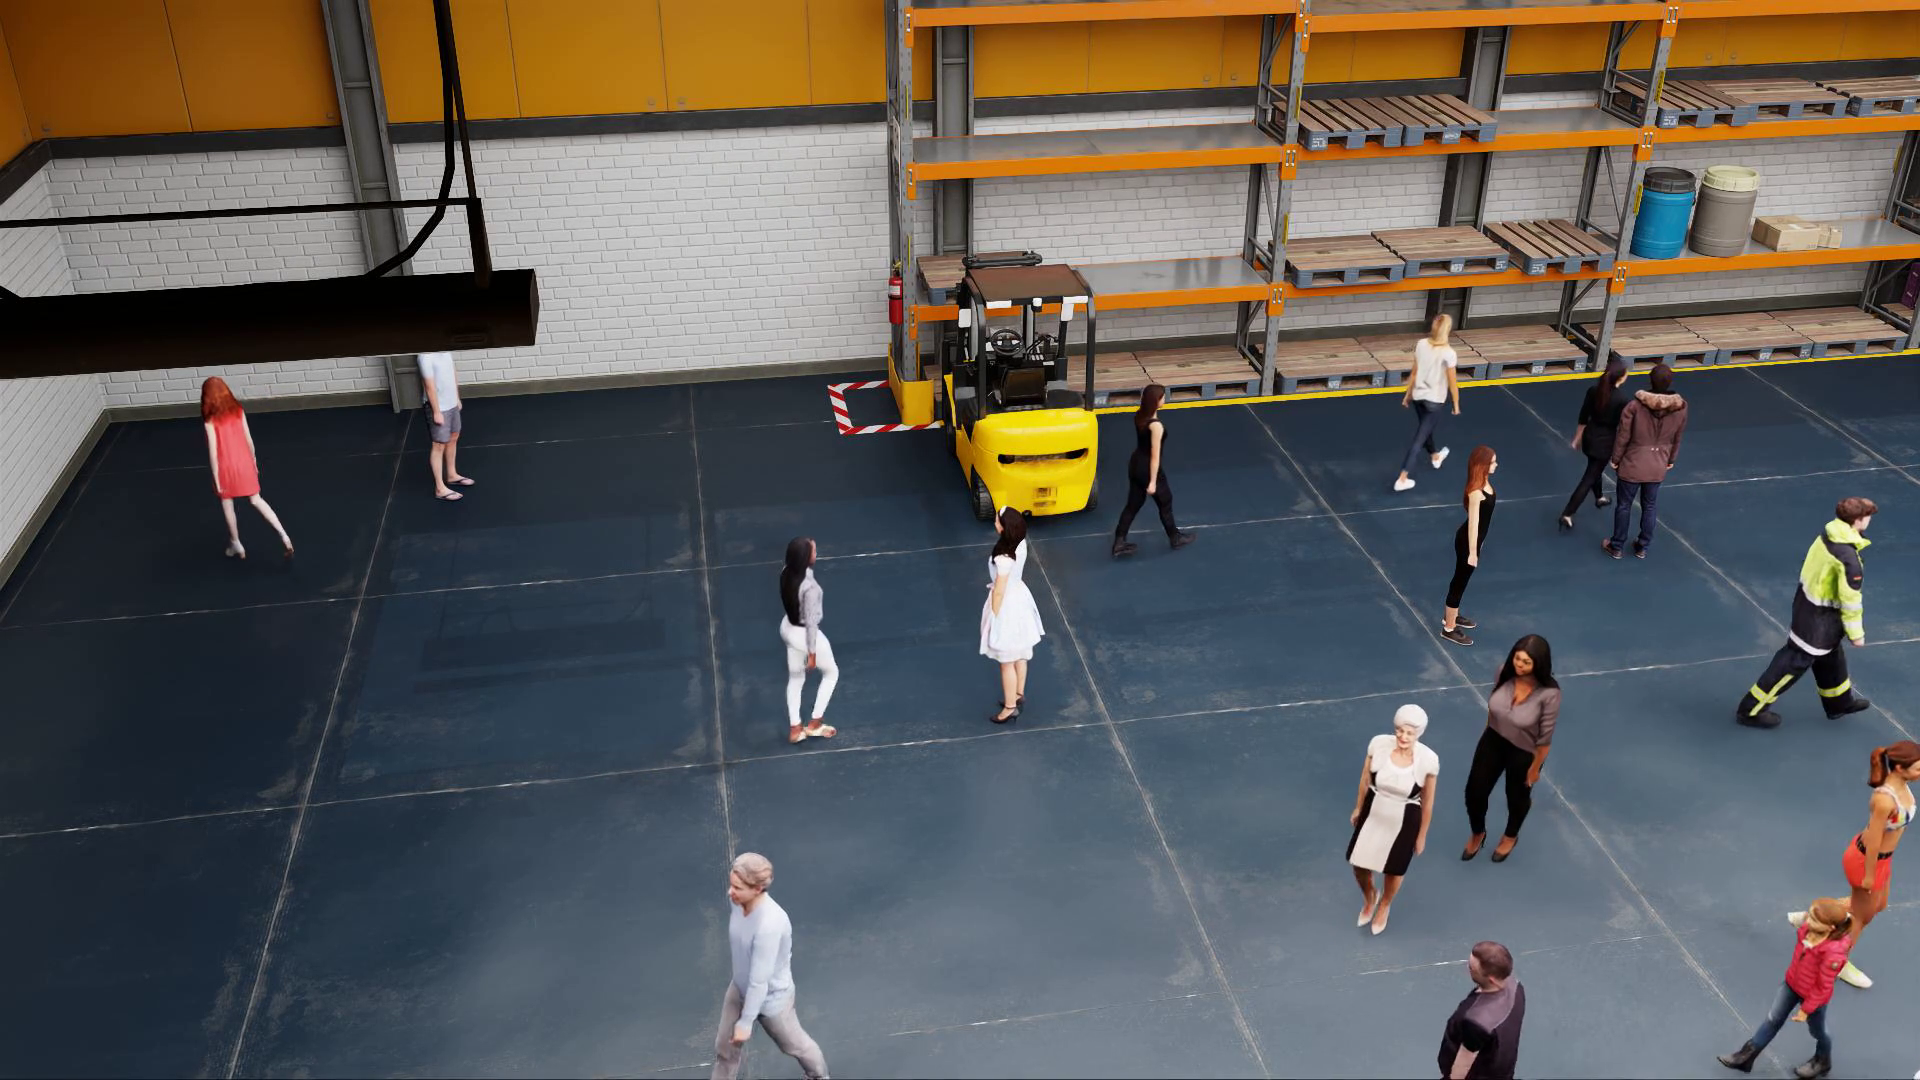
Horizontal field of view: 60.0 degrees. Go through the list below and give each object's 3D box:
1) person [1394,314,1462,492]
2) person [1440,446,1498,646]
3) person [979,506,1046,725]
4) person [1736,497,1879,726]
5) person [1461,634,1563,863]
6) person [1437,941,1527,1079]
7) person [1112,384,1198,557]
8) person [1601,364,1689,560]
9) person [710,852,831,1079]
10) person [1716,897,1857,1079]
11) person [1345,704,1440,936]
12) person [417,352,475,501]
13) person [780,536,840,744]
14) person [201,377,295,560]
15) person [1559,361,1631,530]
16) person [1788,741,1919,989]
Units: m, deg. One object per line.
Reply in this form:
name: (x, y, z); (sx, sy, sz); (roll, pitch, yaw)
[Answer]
person: (4.458, -1.291, 16.054); (1.216, 1.771, 0.972); (-20, 34, -32)
person: (4.198, 0.014, 13.708); (0.658, 1.726, 0.641); (10, 30, 18)
person: (0.375, 0.573, 12.593); (0.890, 1.813, 0.844); (10, 30, 18)
person: (6.342, 0.585, 12.448); (1.338, 1.930, 1.074); (6, 29, 10)
person: (3.752, 1.377, 11.107); (0.864, 1.825, 0.813); (-24, 37, -37)
person: (2.725, 2.807, 8.498); (1.042, 1.812, 0.998); (21, 35, 33)
person: (1.608, -0.584, 14.887); (1.081, 1.647, 0.744); (-11, 30, -19)
person: (6.118, -0.697, 14.887); (0.660, 1.845, 0.858); (0, 29, 0)
person: (-0.996, 2.470, 9.091); (1.293, 1.836, 1.001); (-19, 34, -30)
person: (4.888, 2.581, 9.463); (0.887, 1.285, 0.512); (-5, 29, -10)
person: (2.757, 1.739, 10.528); (0.800, 1.743, 0.866); (16, 32, 26)
person: (-5.003, -1.297, 16.005); (0.667, 1.829, 0.701); (5, 29, 10)
person: (-1.239, 0.769, 12.339); (0.744, 1.712, 0.700); (-18, 33, -29)
person: (-6.343, -0.574, 14.707); (1.138, 1.802, 1.047); (17, 33, 28)
person: (5.837, -0.818, 15.356); (1.126, 1.608, 0.820); (-15, 32, -26)
person: (5.469, 1.927, 10.148); (0.899, 1.778, 0.851); (21, 35, 33)
